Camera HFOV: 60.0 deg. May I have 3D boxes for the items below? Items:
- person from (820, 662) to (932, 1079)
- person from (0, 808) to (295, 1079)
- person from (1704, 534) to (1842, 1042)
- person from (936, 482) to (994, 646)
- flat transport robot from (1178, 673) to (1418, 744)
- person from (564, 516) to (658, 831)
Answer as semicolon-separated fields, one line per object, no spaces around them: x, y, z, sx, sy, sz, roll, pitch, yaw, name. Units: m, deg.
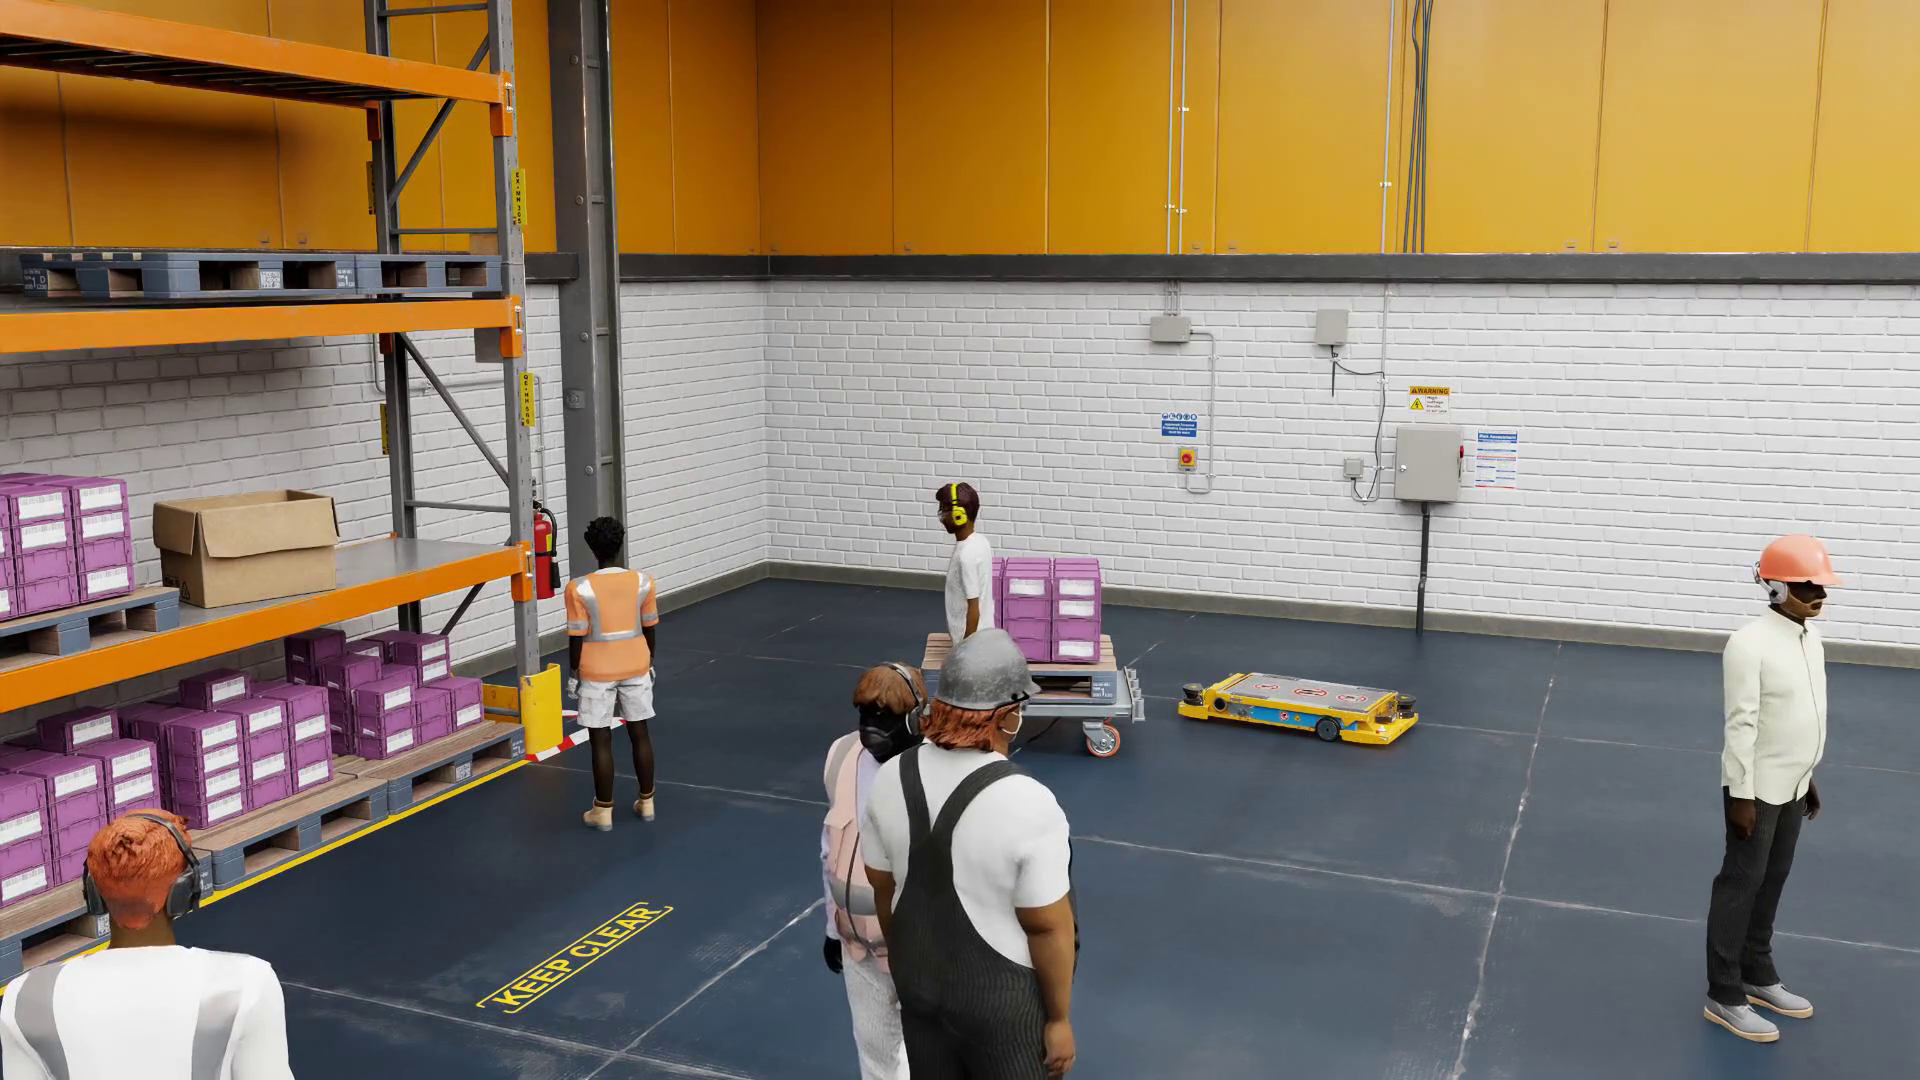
-0.190;1.272;5.247;0.642;1.833;0.431;9;13;43;person
-1.732;1.505;3.638;0.586;1.882;0.340;-2;10;-11;person
3.231;0.960;6.602;0.611;1.996;0.379;-8;12;-39;person
0.026;0.604;9.162;0.329;1.865;0.518;1;9;6;person
2.236;1.092;11.019;1.431;0.197;0.652;6;11;31;flat transport robot
-1.876;0.716;8.986;0.539;1.693;0.319;-7;11;-35;person
